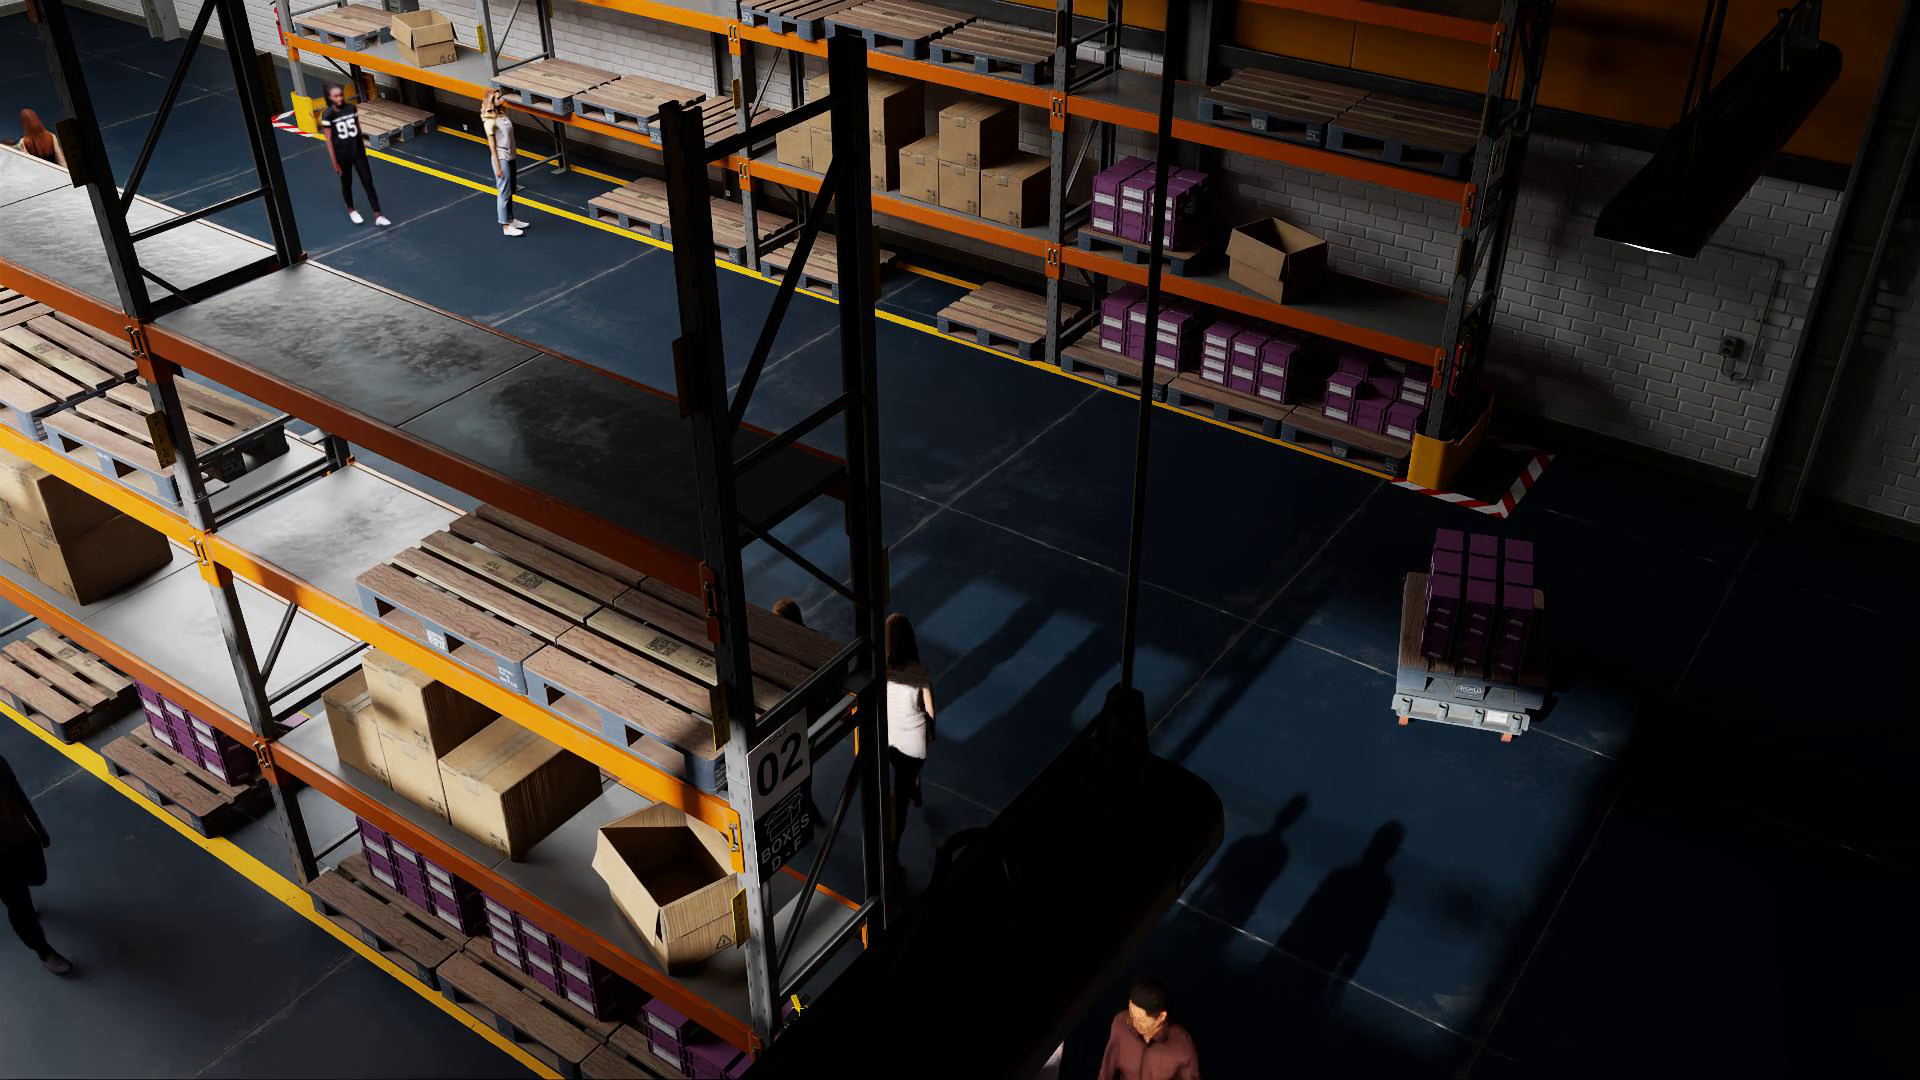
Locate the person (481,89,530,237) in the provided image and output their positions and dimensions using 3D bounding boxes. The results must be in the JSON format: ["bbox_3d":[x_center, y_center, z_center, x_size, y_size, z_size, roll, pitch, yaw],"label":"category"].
[{"bbox_3d":[-5.297,-4.386,19.273,0.721,1.723,0.714,2,34,3],"label":"person"}]

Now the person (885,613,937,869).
[{"bbox_3d":[-0.390,1.360,10.586,1.176,1.769,0.975,6,34,9],"label":"person"}]

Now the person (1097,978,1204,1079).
[{"bbox_3d":[1.014,2.791,8.455,0.825,1.745,0.733,21,39,29],"label":"person"}]

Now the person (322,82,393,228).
[{"bbox_3d":[-7.204,-4.515,19.485,1.060,1.702,0.759,29,43,36],"label":"person"}]

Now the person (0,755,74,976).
[{"bbox_3d":[-5.772,1.801,9.958,1.071,1.730,0.714,16,37,23],"label":"person"}]

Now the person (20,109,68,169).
[{"bbox_3d":[-10.223,-4.007,18.699,0.609,1.726,0.582,-25,41,-33],"label":"person"}]

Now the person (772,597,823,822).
[{"bbox_3d":[-1.092,1.143,10.845,0.671,1.844,0.660,-20,39,-27],"label":"person"}]
